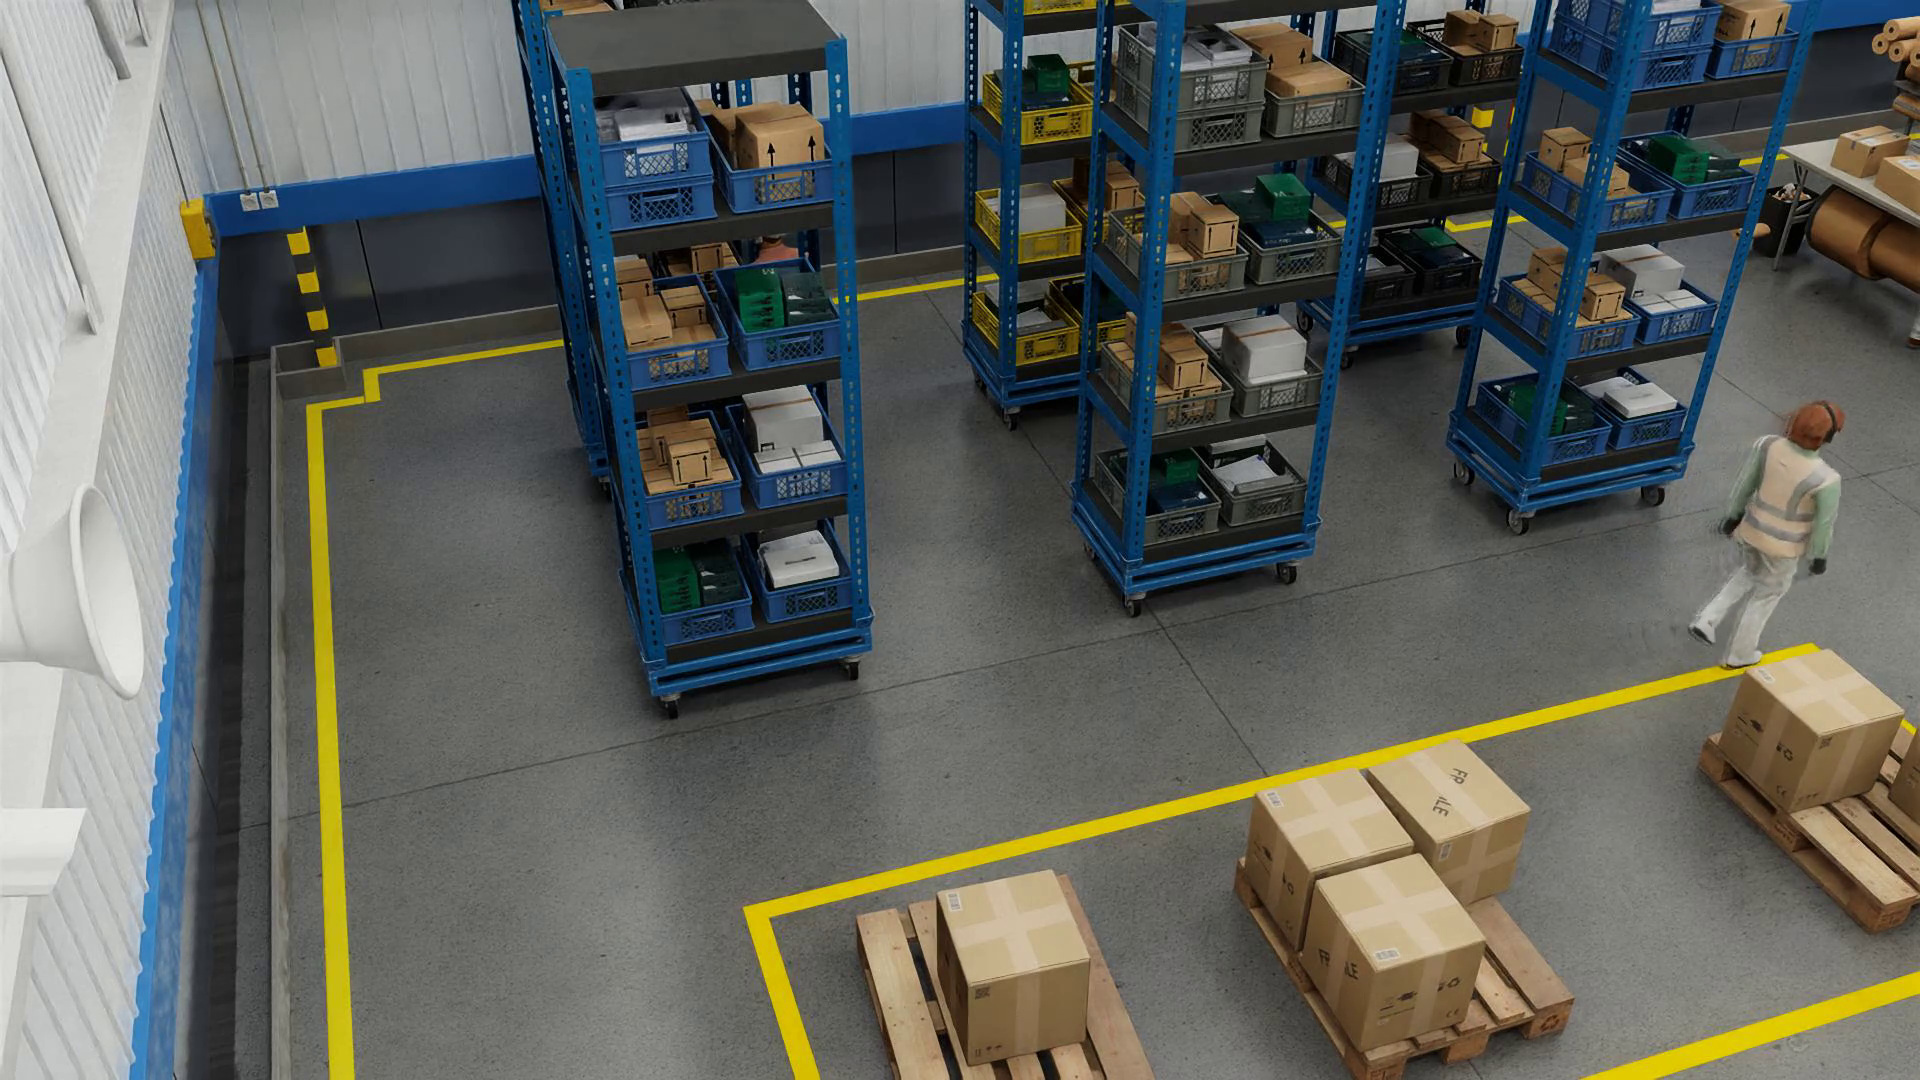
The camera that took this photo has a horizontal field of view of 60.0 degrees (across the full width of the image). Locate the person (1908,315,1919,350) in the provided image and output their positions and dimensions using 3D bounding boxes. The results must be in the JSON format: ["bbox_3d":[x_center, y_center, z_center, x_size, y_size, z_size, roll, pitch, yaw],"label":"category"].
[{"bbox_3d":[7.127,-2.119,11.611,0.367,1.932,0.629,1,35,1],"label":"person"}]

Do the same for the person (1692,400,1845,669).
[{"bbox_3d":[4.350,-0.010,8.878,0.362,1.625,0.536,-12,37,-17],"label":"person"}]

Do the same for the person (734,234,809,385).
[{"bbox_3d":[-1.131,-1.172,10.222,0.624,1.984,0.413,-30,45,-35],"label":"person"}]
